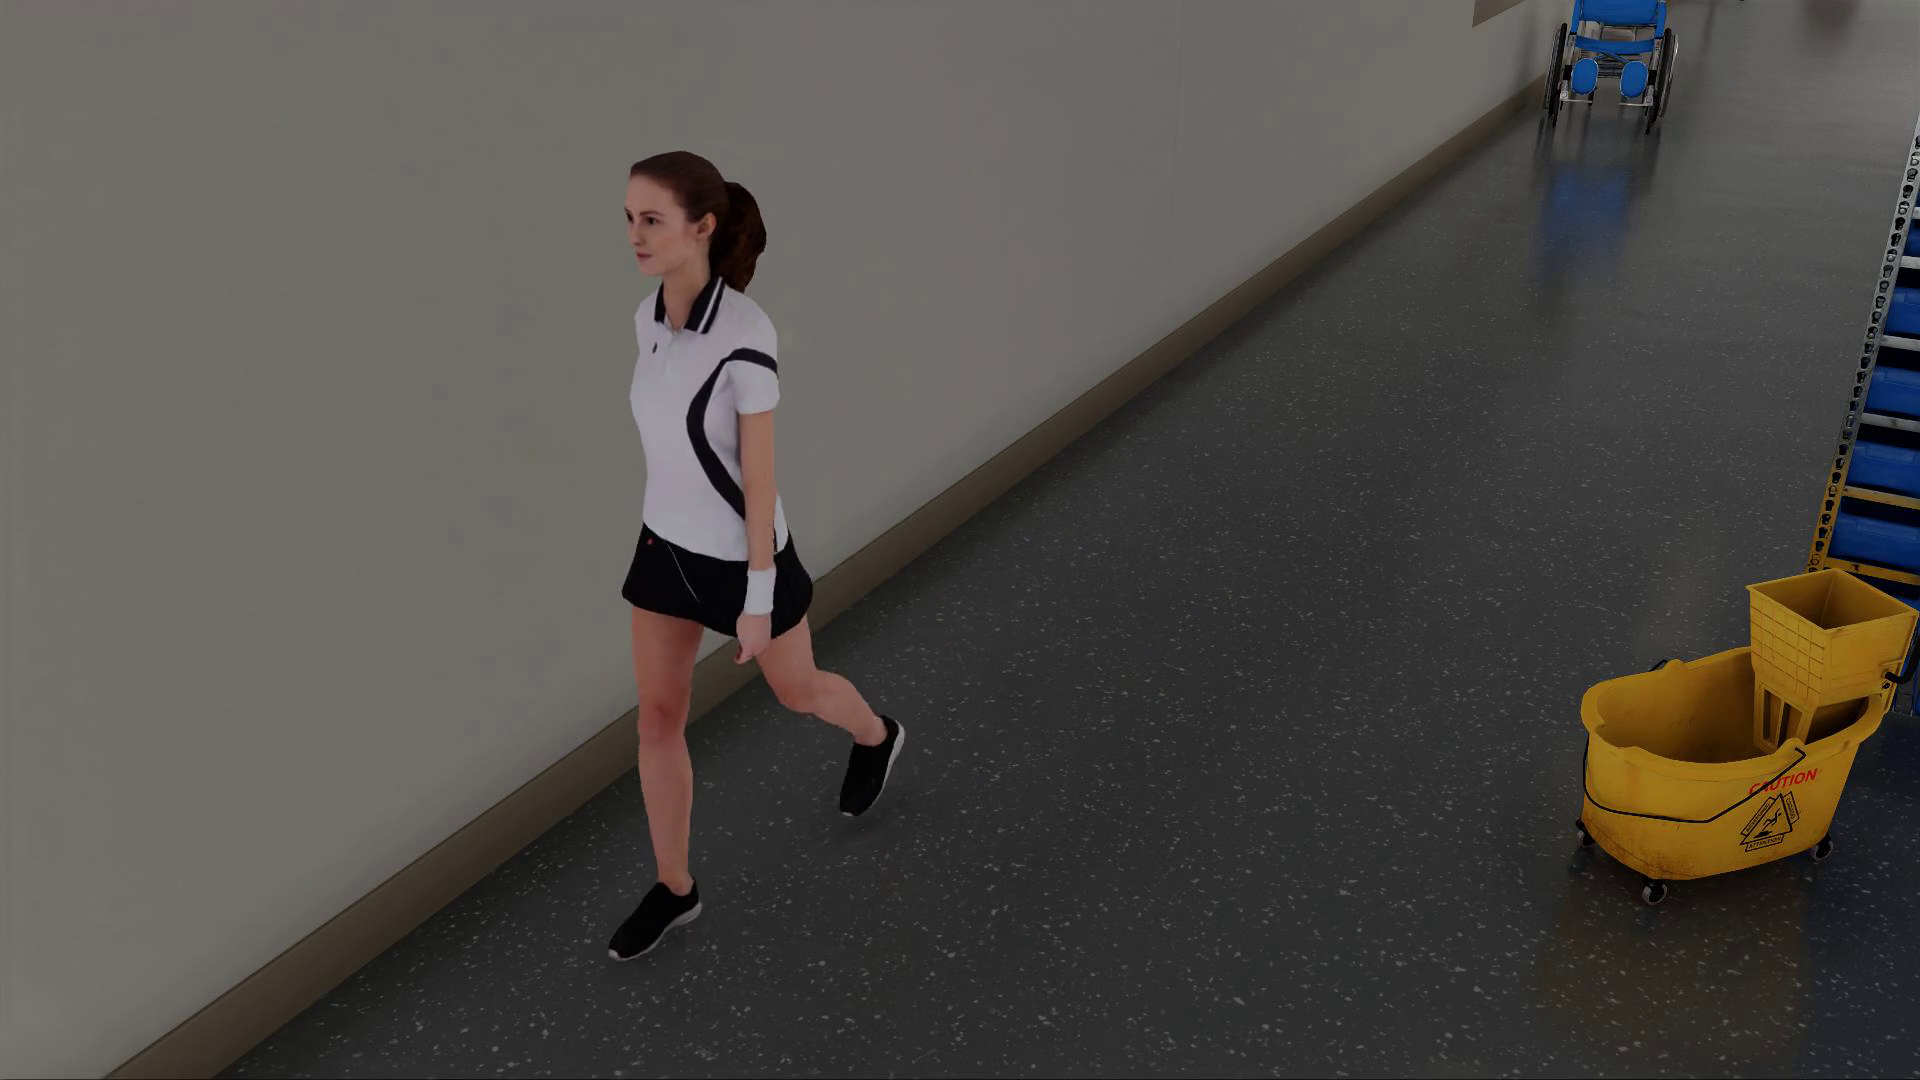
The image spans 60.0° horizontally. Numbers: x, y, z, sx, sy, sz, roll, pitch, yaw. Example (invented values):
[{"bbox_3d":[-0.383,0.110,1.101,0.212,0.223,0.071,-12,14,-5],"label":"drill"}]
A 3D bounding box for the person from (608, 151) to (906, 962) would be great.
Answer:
[{"bbox_3d":[-0.441,0.038,3.614,1.089,1.710,0.648,15,30,29],"label":"person"}]
